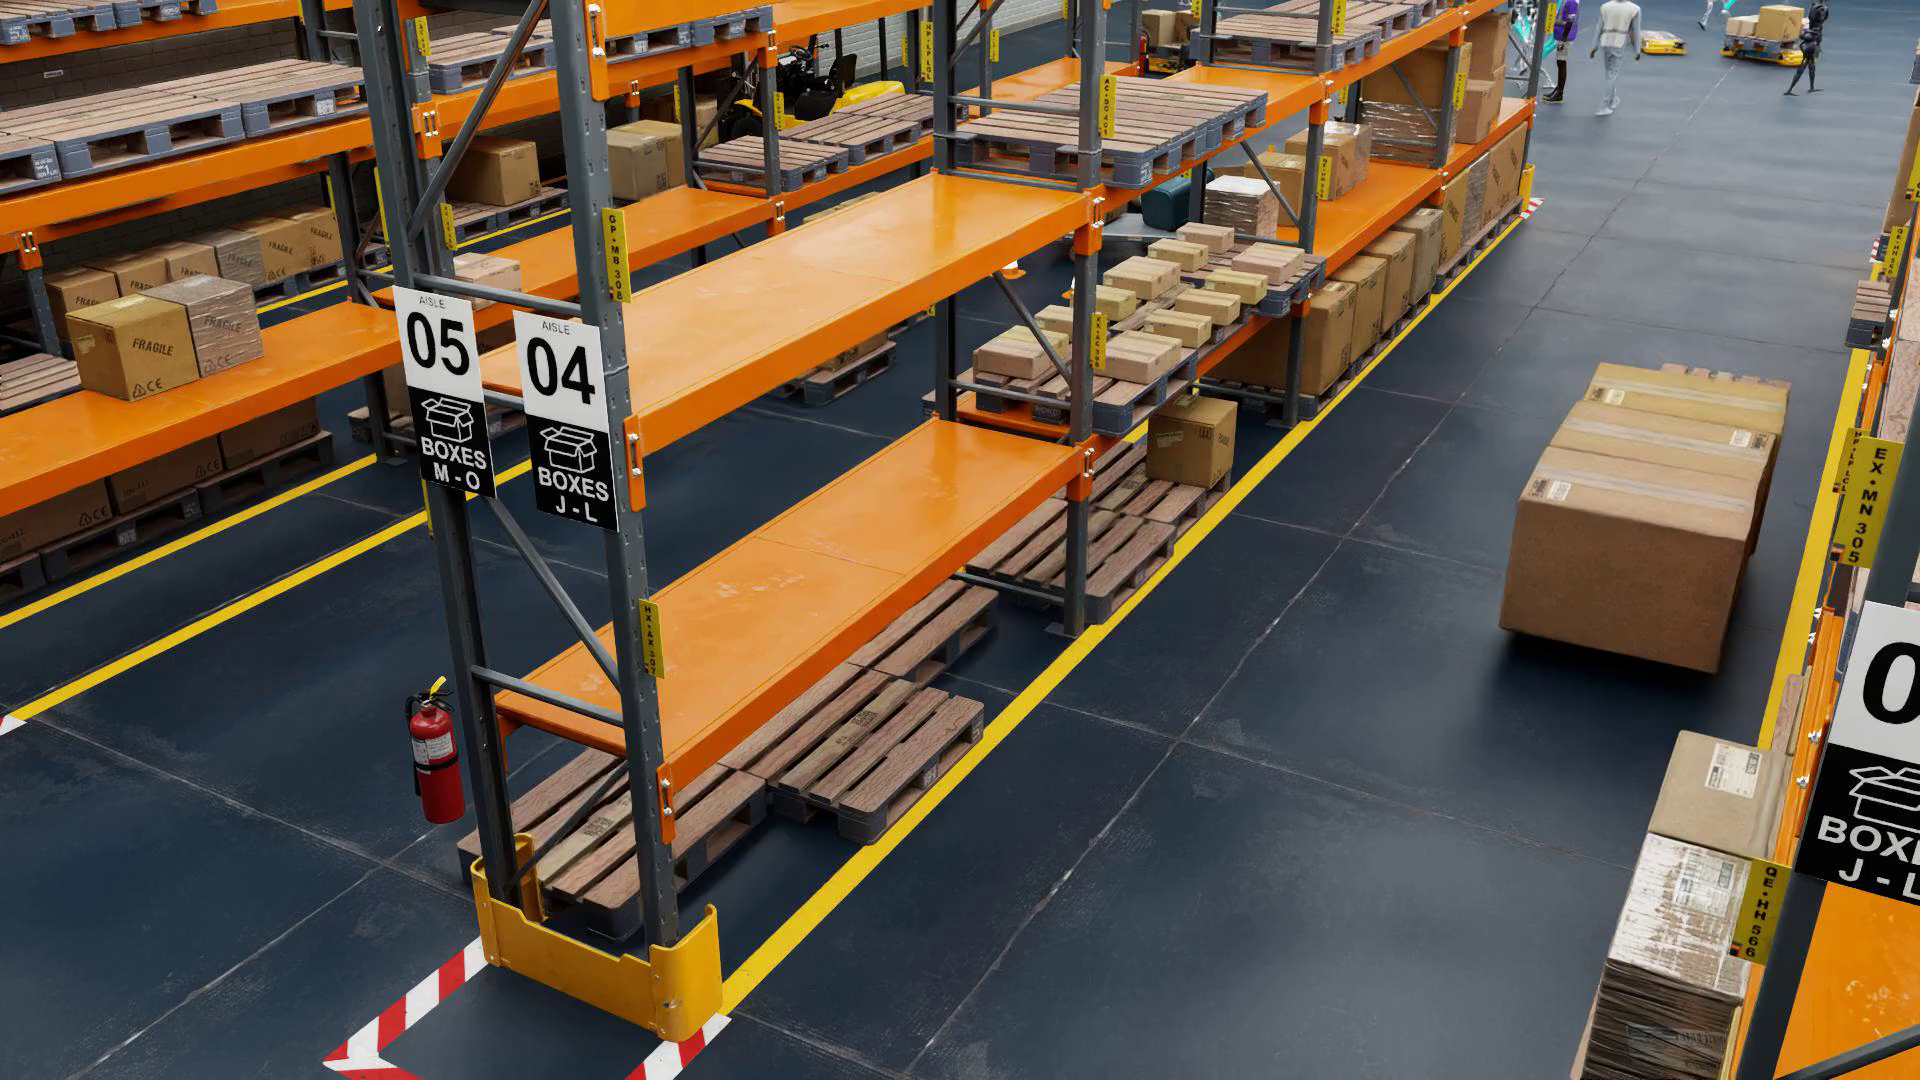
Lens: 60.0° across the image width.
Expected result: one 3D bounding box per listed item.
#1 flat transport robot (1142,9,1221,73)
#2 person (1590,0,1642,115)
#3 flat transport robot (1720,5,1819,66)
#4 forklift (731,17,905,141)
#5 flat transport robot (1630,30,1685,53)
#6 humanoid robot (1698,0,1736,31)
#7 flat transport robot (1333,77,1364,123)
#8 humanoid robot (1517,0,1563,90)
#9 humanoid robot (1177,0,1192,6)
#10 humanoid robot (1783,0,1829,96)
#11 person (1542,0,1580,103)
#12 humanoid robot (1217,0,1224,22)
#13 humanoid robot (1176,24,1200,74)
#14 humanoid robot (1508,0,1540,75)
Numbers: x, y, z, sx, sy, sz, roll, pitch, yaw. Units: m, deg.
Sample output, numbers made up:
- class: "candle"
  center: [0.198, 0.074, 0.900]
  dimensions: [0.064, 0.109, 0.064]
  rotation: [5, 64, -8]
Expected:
- class: "flat transport robot"
  center: [3.684, -8.144, 28.264]
  dimensions: [0.659, 0.231, 1.431]
  rotation: [16, 30, 30]
- class: "person"
  center: [9.793, -7.316, 24.700]
  dimensions: [0.961, 1.859, 0.650]
  rotation: [-23, 34, -39]
- class: "flat transport robot"
  center: [14.112, -8.488, 28.979]
  dimensions: [0.659, 0.231, 1.431]
  rotation: [-15, 29, -28]
- class: "forklift"
  center: [-1.819, -5.975, 21.543]
  dimensions: [2.313, 2.155, 1.214]
  rotation: [14, 29, 26]
- class: "flat transport robot"
  center: [12.560, -8.994, 30.030]
  dimensions: [0.659, 0.231, 1.431]
  rotation: [3, 26, 5]
- class: "humanoid robot"
  center: [14.499, -10.506, 31.511]
  dimensions: [0.981, 1.767, 0.535]
  rotation: [1, 26, 3]
- class: "flat transport robot"
  center: [6.067, -5.919, 23.641]
  dimensions: [1.431, 0.231, 0.659]
  rotation: [10, 28, 20]
- class: "humanoid robot"
  center: [9.216, -7.975, 26.285]
  dimensions: [0.869, 1.834, 0.548]
  rotation: [0, 26, -1]
- class: "humanoid robot"
  center: [4.575, -11.764, 33.947]
  dimensions: [0.735, 1.671, 0.533]
  rotation: [-18, 31, -33]
- class: "humanoid robot"
  center: [13.276, -7.740, 25.821]
  dimensions: [0.650, 1.632, 0.589]
  rotation: [4, 26, 8]
- class: "person"
  center: [9.189, -7.666, 25.316]
  dimensions: [0.368, 1.966, 0.605]
  rotation: [8, 27, 16]
- class: "humanoid robot"
  center: [4.554, -9.951, 30.389]
  dimensions: [0.684, 1.844, 0.549]
  rotation: [-18, 31, -33]
- class: "humanoid robot"
  center: [3.161, -6.112, 22.457]
  dimensions: [0.525, 1.648, 0.607]
  rotation: [-18, 31, -33]
- class: "humanoid robot"
  center: [9.384, -8.583, 27.525]
  dimensions: [0.534, 1.780, 0.948]
  rotation: [0, 26, 1]
